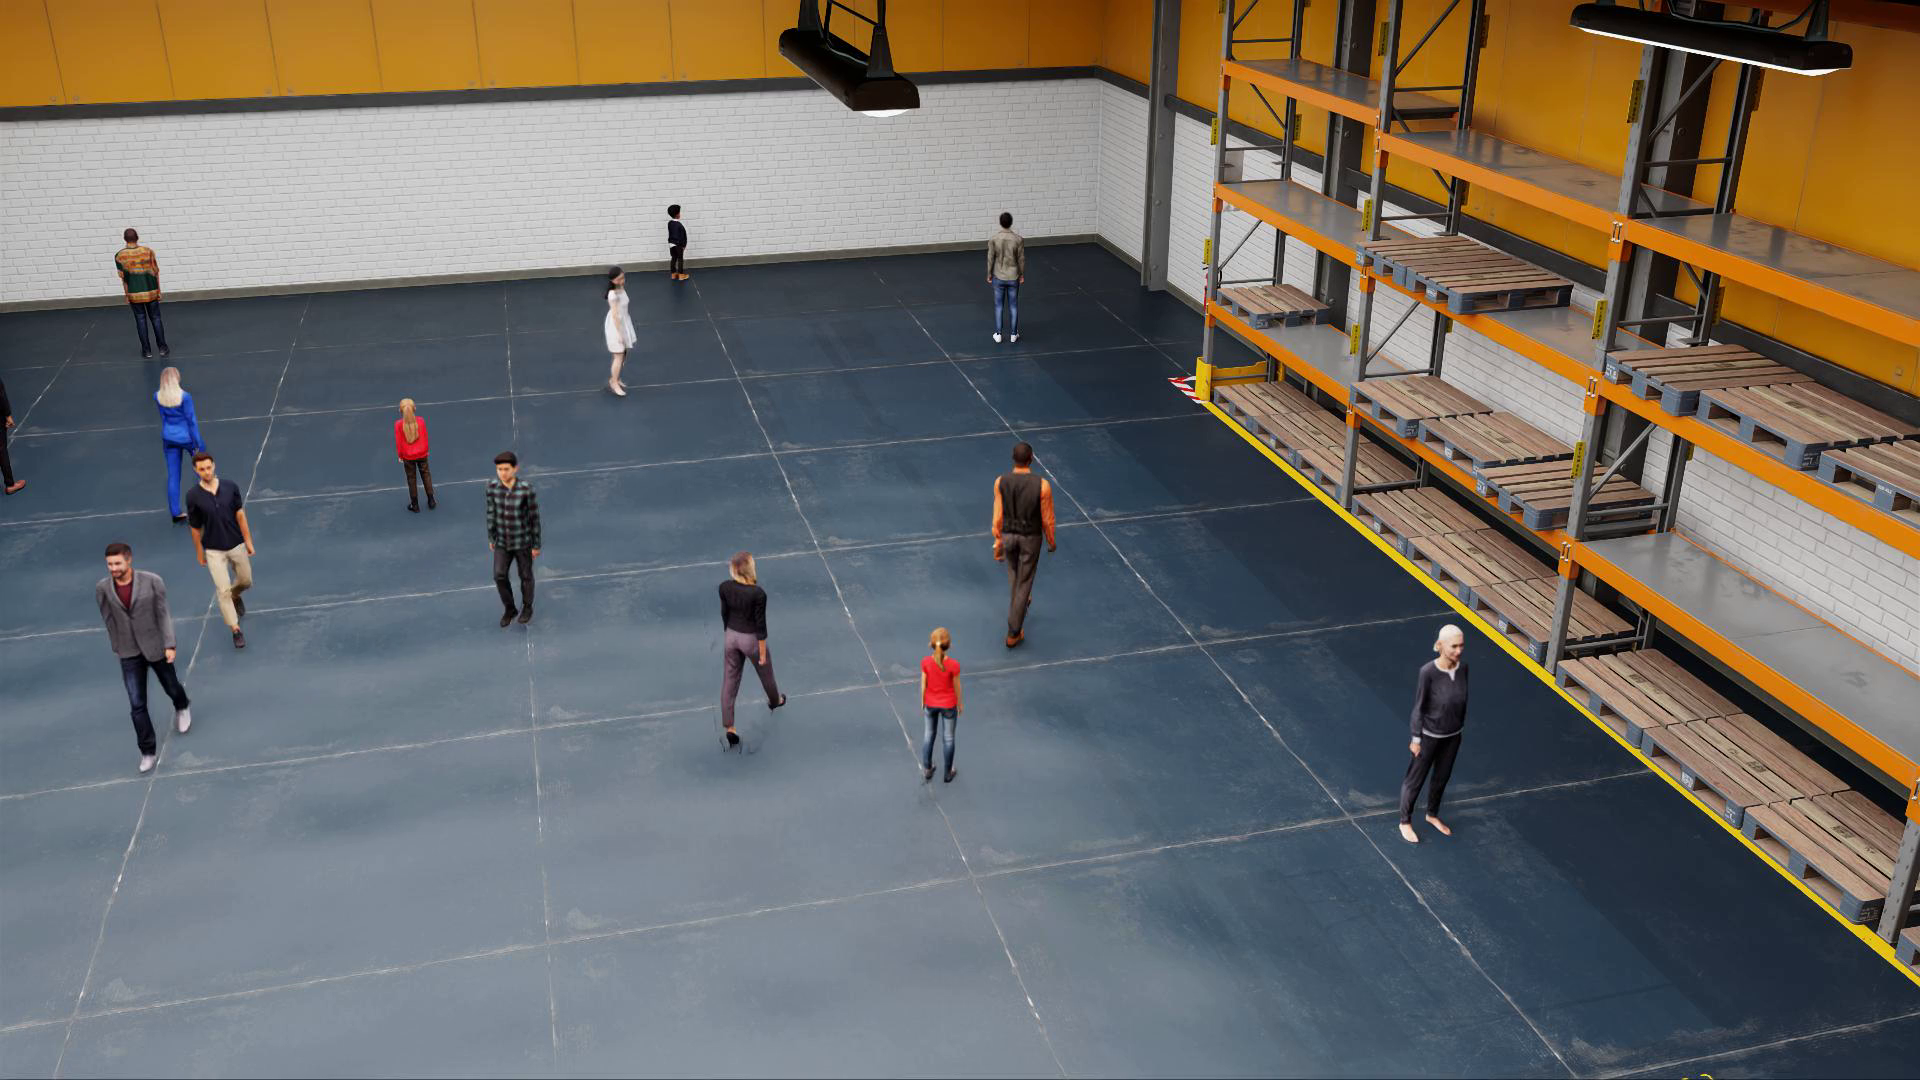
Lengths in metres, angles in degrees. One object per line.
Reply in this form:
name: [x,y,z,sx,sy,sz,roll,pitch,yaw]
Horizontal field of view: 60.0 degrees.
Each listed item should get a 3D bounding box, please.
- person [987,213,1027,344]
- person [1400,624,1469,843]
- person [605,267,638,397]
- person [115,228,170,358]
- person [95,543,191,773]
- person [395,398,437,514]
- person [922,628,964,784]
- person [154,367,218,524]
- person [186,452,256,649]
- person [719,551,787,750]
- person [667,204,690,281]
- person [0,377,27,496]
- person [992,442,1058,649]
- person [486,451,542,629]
person: [0.659,-3.768,23.884,0.759,1.866,0.665,-1,24,-1]
person: [3.514,1.393,12.250,0.636,1.726,0.548,-9,25,-20]
person: [-4.468,-2.699,21.593,0.849,1.741,0.726,-4,24,-9]
person: [-11.441,-3.471,23.275,0.774,1.808,0.763,-14,27,-29]
person: [-6.514,0.853,13.344,0.693,1.840,1.158,-7,25,-15]
person: [-5.949,-0.936,18.134,0.552,1.281,0.578,-14,27,-29]
person: [-0.156,1.293,13.000,0.559,1.309,0.602,6,24,13]
person: [-8.379,-0.991,17.789,0.887,1.659,1.194,2,24,5]
person: [-6.748,0.037,15.208,0.876,1.841,1.071,-17,29,-34]
person: [-1.785,0.921,13.441,0.975,1.638,1.118,9,25,19]
person: [-4.646,-4.880,27.231,0.556,1.222,0.633,17,29,34]
person: [-10.860,-1.418,18.486,0.728,1.883,0.588,-3,24,-7]
person: [0.537,0.077,15.083,1.113,1.869,1.252,9,25,20]
person: [-4.118,-0.048,15.402,0.798,1.706,0.762,2,24,4]
